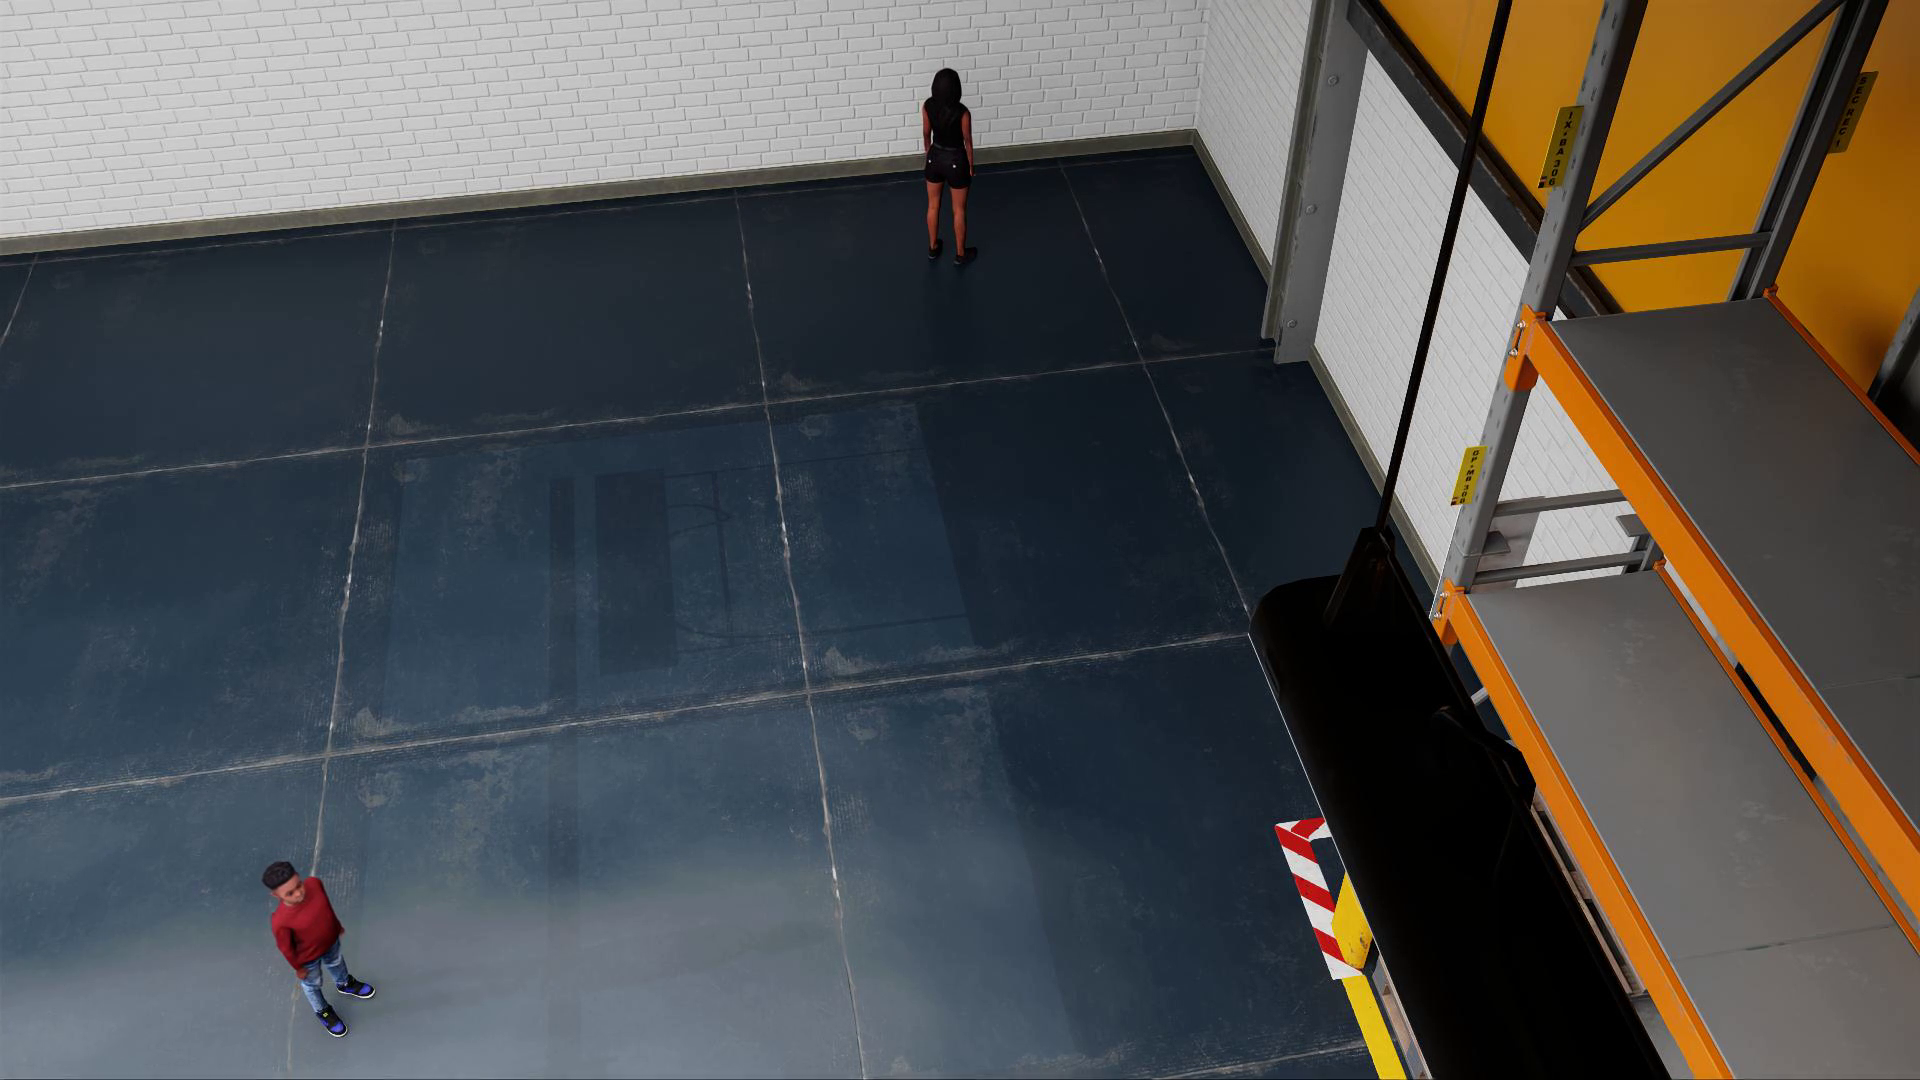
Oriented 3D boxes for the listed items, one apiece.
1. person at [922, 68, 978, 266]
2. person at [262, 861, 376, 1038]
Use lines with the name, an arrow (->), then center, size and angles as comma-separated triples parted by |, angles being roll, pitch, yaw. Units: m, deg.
person -> -0.101, -3.082, 13.710 | 0.670, 1.741, 0.688 | 17, 46, 17
person -> -3.368, 2.079, 8.644 | 0.643, 1.255, 0.558 | 17, 46, 17
